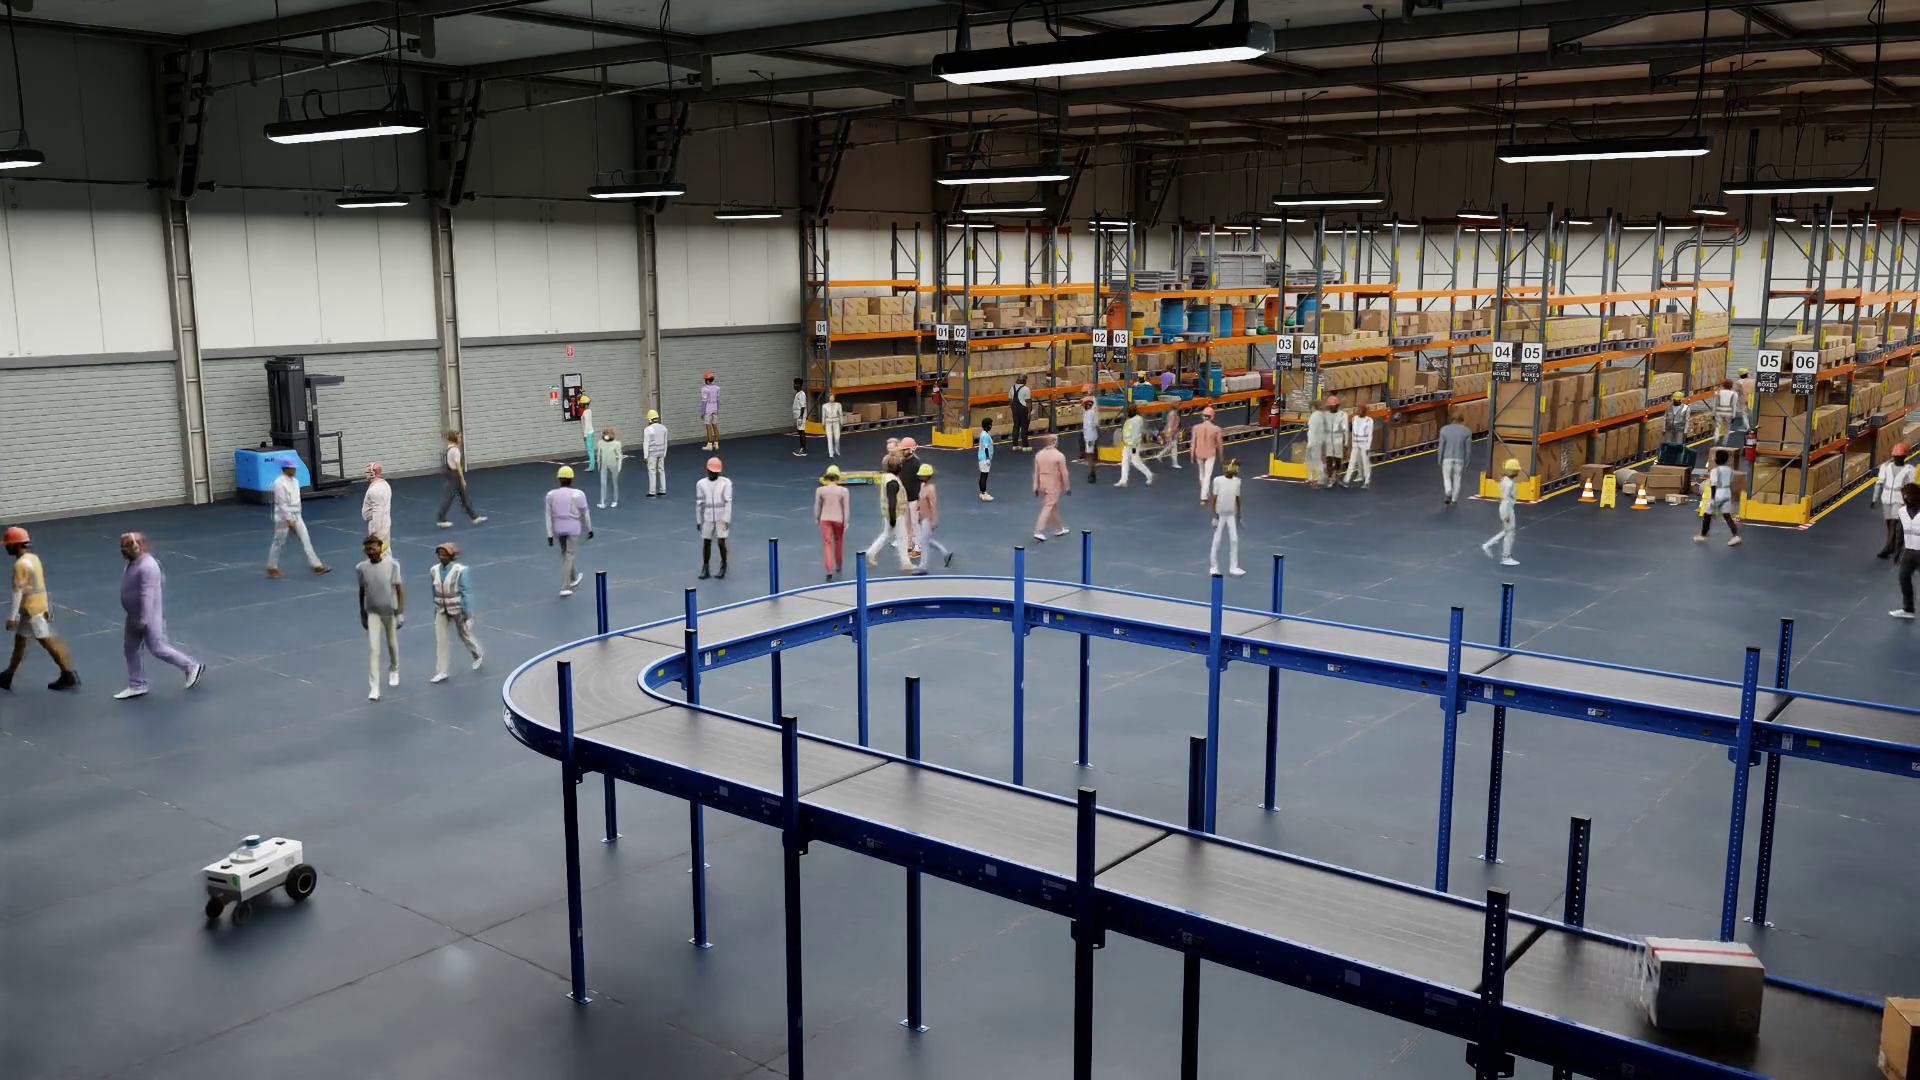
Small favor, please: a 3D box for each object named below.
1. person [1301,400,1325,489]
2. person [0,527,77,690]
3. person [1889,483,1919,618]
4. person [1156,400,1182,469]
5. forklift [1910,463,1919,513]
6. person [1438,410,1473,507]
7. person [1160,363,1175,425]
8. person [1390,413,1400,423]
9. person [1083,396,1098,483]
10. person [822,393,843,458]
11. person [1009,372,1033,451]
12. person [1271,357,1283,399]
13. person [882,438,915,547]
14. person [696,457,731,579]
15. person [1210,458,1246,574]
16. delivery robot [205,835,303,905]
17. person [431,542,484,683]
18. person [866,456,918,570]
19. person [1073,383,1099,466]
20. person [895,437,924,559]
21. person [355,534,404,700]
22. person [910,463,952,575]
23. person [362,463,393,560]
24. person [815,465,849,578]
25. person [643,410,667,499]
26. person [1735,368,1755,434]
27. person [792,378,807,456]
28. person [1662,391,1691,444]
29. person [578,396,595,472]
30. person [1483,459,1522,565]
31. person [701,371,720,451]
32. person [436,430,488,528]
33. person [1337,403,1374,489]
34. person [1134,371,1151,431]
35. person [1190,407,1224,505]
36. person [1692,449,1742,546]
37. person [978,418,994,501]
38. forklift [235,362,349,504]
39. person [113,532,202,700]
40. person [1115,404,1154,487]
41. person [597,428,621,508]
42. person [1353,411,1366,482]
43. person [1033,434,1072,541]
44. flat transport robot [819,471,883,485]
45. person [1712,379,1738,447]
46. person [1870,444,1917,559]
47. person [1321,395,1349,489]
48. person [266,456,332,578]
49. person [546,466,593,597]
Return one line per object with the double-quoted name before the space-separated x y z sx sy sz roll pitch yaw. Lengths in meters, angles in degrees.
"person" 7.616 -2.065 33.770 0.702 1.885 0.744 5 11 25
"person" -10.607 0.790 17.738 1.004 1.882 0.565 -4 11 -20
"person" 13.056 0.178 21.221 0.389 1.877 0.732 -4 11 -23
"person" 4.961 -2.508 37.033 0.589 1.619 0.529 3 11 17
"forklift" 19.034 -1.348 28.998 2.313 2.155 1.214 8 13 37
"person" 9.881 -1.631 31.230 0.647 1.920 0.450 3 10 15
"person" 6.233 -4.363 46.824 0.373 1.843 0.572 -9 13 -40
"person" 13.583 -4.514 47.517 1.004 1.907 0.613 -4 11 -22
"person" 2.870 -2.235 34.775 0.390 1.892 0.737 3 10 14
"person" -3.176 -2.860 38.995 0.516 1.626 0.363 -1 10 -6
"person" 1.625 -3.318 40.519 0.535 2.000 0.684 -9 14 -42
"person" 10.866 -5.553 53.258 0.635 1.939 0.361 -4 11 -19
"person" -1.025 -0.827 26.838 0.694 1.874 0.532 7 12 36
"person" -3.766 -0.332 23.977 0.585 1.903 0.495 1 10 5
"person" 4.145 -0.358 24.355 0.542 1.847 0.347 -4 11 -21
"delivery robot" -5.332 2.475 11.827 0.477 0.478 0.707 4 11 22
"person" -5.943 0.810 18.382 0.523 1.612 0.766 3 10 16
"person" -1.118 -0.425 24.793 0.839 1.823 0.638 -2 10 -10
"person" 2.998 -2.749 37.367 0.744 1.967 0.641 -1 10 -6
"person" -0.831 -0.701 25.794 0.394 1.992 0.622 -8 13 -38
"person" -6.550 0.826 17.717 0.512 1.829 0.961 -2 10 -13
"person" -0.457 -0.340 24.442 0.647 1.749 0.535 -3 10 -15
"person" -8.648 -0.198 23.212 0.406 1.906 0.654 -1 10 -8
"person" -1.985 -0.301 24.307 0.531 1.724 0.920 0 10 -1
"person" -6.309 -1.775 32.327 0.403 1.825 0.598 7 12 35
"person" 22.363 -3.955 44.487 0.602 1.873 0.820 -2 10 -13
"person" -4.041 -3.114 39.456 0.368 1.966 0.603 -2 10 -12
"person" 16.911 -2.603 36.990 0.589 1.822 0.403 8 13 39
"person" -8.683 -2.472 36.403 0.329 1.769 0.526 -1 10 -3
"person" 8.792 -0.467 25.233 0.475 1.723 0.495 3 10 14
"person" -6.493 -3.349 40.567 0.375 2.044 0.607 7 12 34
"person" -9.250 -1.136 28.817 0.956 1.793 0.527 -5 11 -27
"person" 8.543 -2.001 33.543 0.927 1.838 0.592 -8 13 -39
"person" 5.071 -3.828 43.842 0.596 1.837 0.404 7 12 35
"person" 5.021 -1.717 31.669 0.651 1.933 1.040 6 11 29
"person" 13.095 -0.731 26.891 0.534 1.659 0.860 -5 11 -24
"person" 0.531 -1.662 32.052 0.319 1.695 0.532 -1 10 -7
"forklift" -13.803 -2.244 32.110 1.129 2.768 1.873 8 13 37
"person" -9.088 0.820 17.578 0.643 1.876 0.817 9 13 41
"person" 3.784 -2.050 33.891 0.784 1.823 0.629 -3 11 -18
"person" -6.952 -1.411 30.881 0.527 1.593 0.800 1 10 6
"person" 8.942 -2.118 34.837 0.429 1.621 0.505 -6 11 -29
"person" 1.603 -0.930 27.509 1.011 1.865 0.639 -9 13 -41
"flat transport robot" -2.355 -1.375 34.561 1.431 0.197 0.652 -2 10 -13
"person" 19.766 -3.243 40.463 0.579 1.866 0.802 6 12 30
"person" 15.494 -0.664 25.915 1.005 1.897 0.564 -8 13 -39
"person" 8.118 -2.154 33.937 0.621 2.016 0.841 4 11 20
"person" -10.285 -0.343 24.082 1.013 1.895 0.611 2 10 10
"person" -5.748 -0.153 23.048 0.591 1.873 0.997 2 10 10
